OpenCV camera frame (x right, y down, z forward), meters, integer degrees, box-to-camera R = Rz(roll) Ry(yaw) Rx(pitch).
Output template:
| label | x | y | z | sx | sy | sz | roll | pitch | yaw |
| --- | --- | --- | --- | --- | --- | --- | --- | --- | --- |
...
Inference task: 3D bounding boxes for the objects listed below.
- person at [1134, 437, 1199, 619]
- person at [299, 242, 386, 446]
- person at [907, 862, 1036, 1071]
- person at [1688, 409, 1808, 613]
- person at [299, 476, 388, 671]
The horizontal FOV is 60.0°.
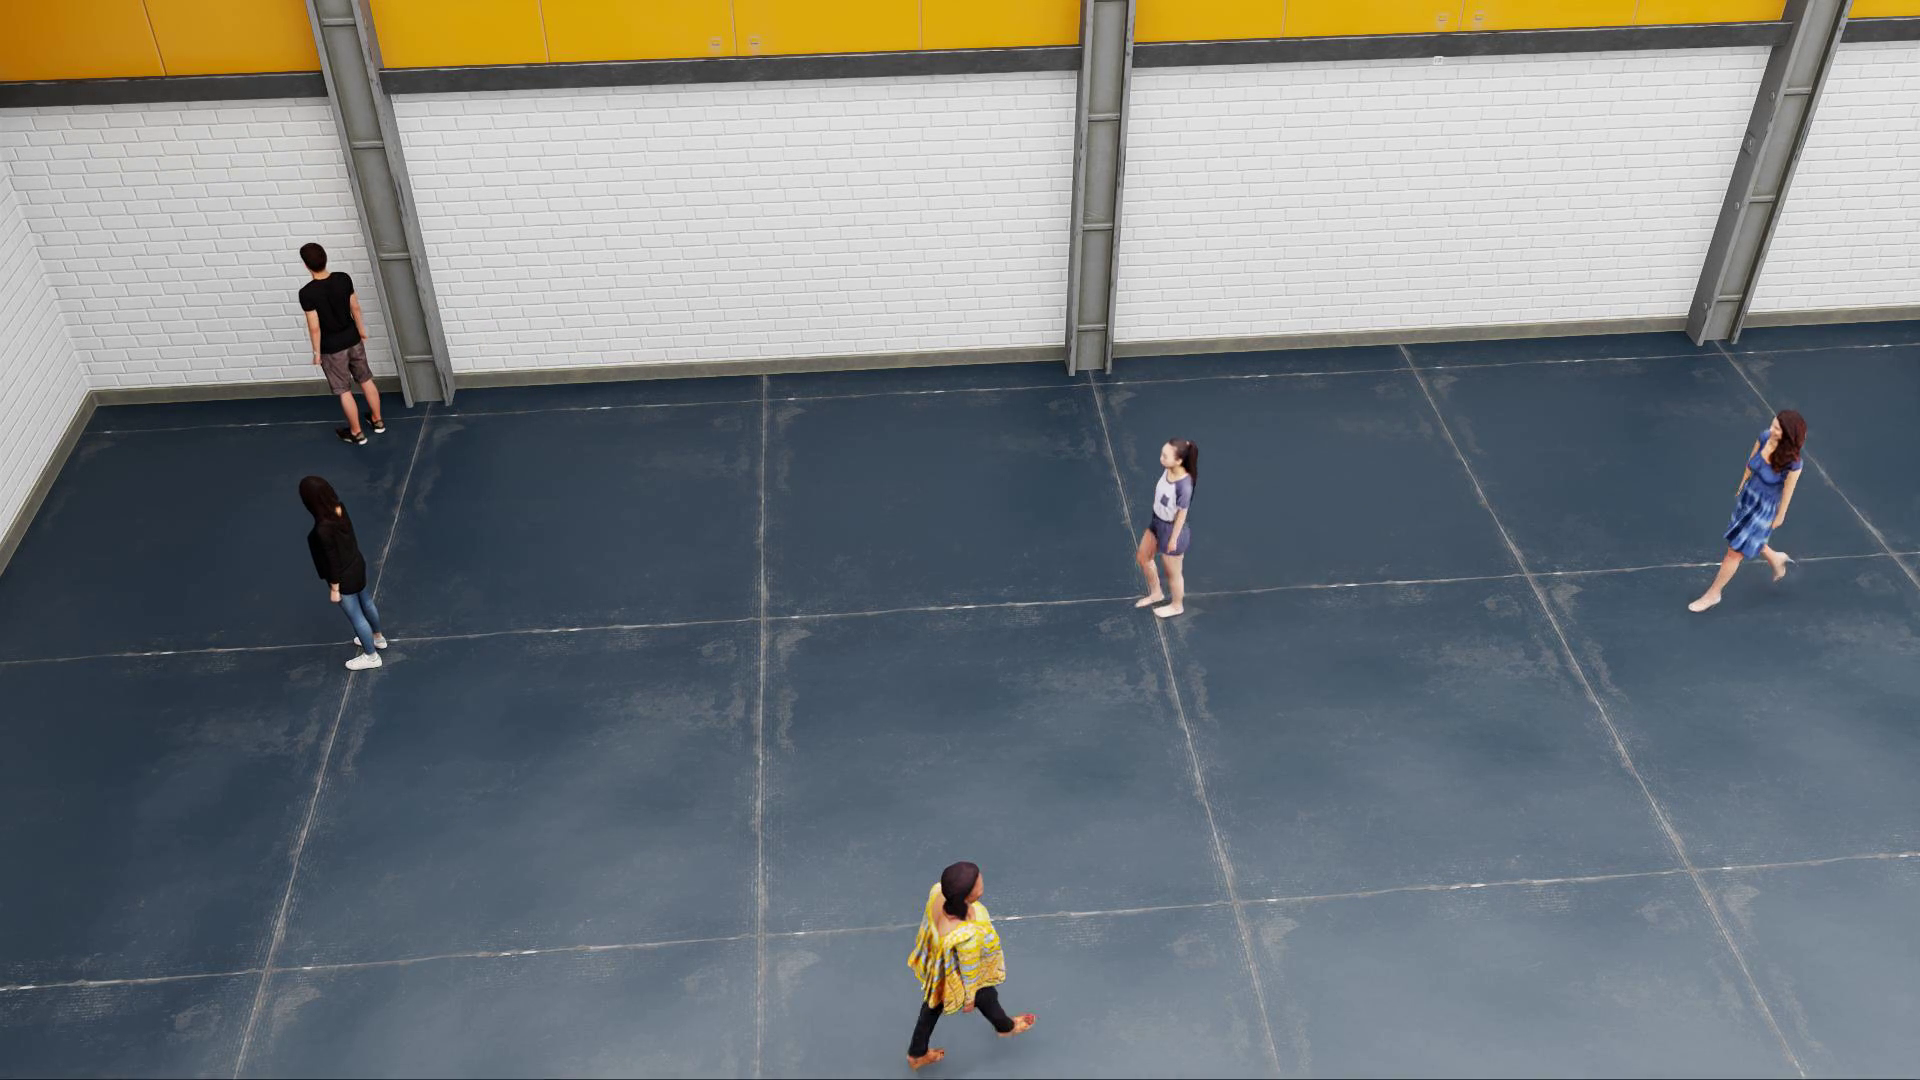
| label | x | y | z | sx | sy | sz | roll | pitch | yaw |
| --- | --- | --- | --- | --- | --- | --- | --- | --- | --- |
| person | 1.629 | -0.088 | 12.238 | 0.619 | 1.636 | 0.640 | -7 | 39 | -9 |
| person | -5.234 | -1.659 | 14.024 | 0.807 | 1.861 | 0.760 | 26 | 45 | 28 |
| person | -0.085 | 2.392 | 9.150 | 1.128 | 1.613 | 0.934 | -19 | 42 | -22 |
| person | 5.940 | -0.201 | 12.262 | 1.077 | 1.783 | 0.712 | -7 | 39 | -9 |
| person | -4.384 | 0.218 | 11.848 | 0.525 | 1.644 | 0.590 | 0 | 39 | -1 |
